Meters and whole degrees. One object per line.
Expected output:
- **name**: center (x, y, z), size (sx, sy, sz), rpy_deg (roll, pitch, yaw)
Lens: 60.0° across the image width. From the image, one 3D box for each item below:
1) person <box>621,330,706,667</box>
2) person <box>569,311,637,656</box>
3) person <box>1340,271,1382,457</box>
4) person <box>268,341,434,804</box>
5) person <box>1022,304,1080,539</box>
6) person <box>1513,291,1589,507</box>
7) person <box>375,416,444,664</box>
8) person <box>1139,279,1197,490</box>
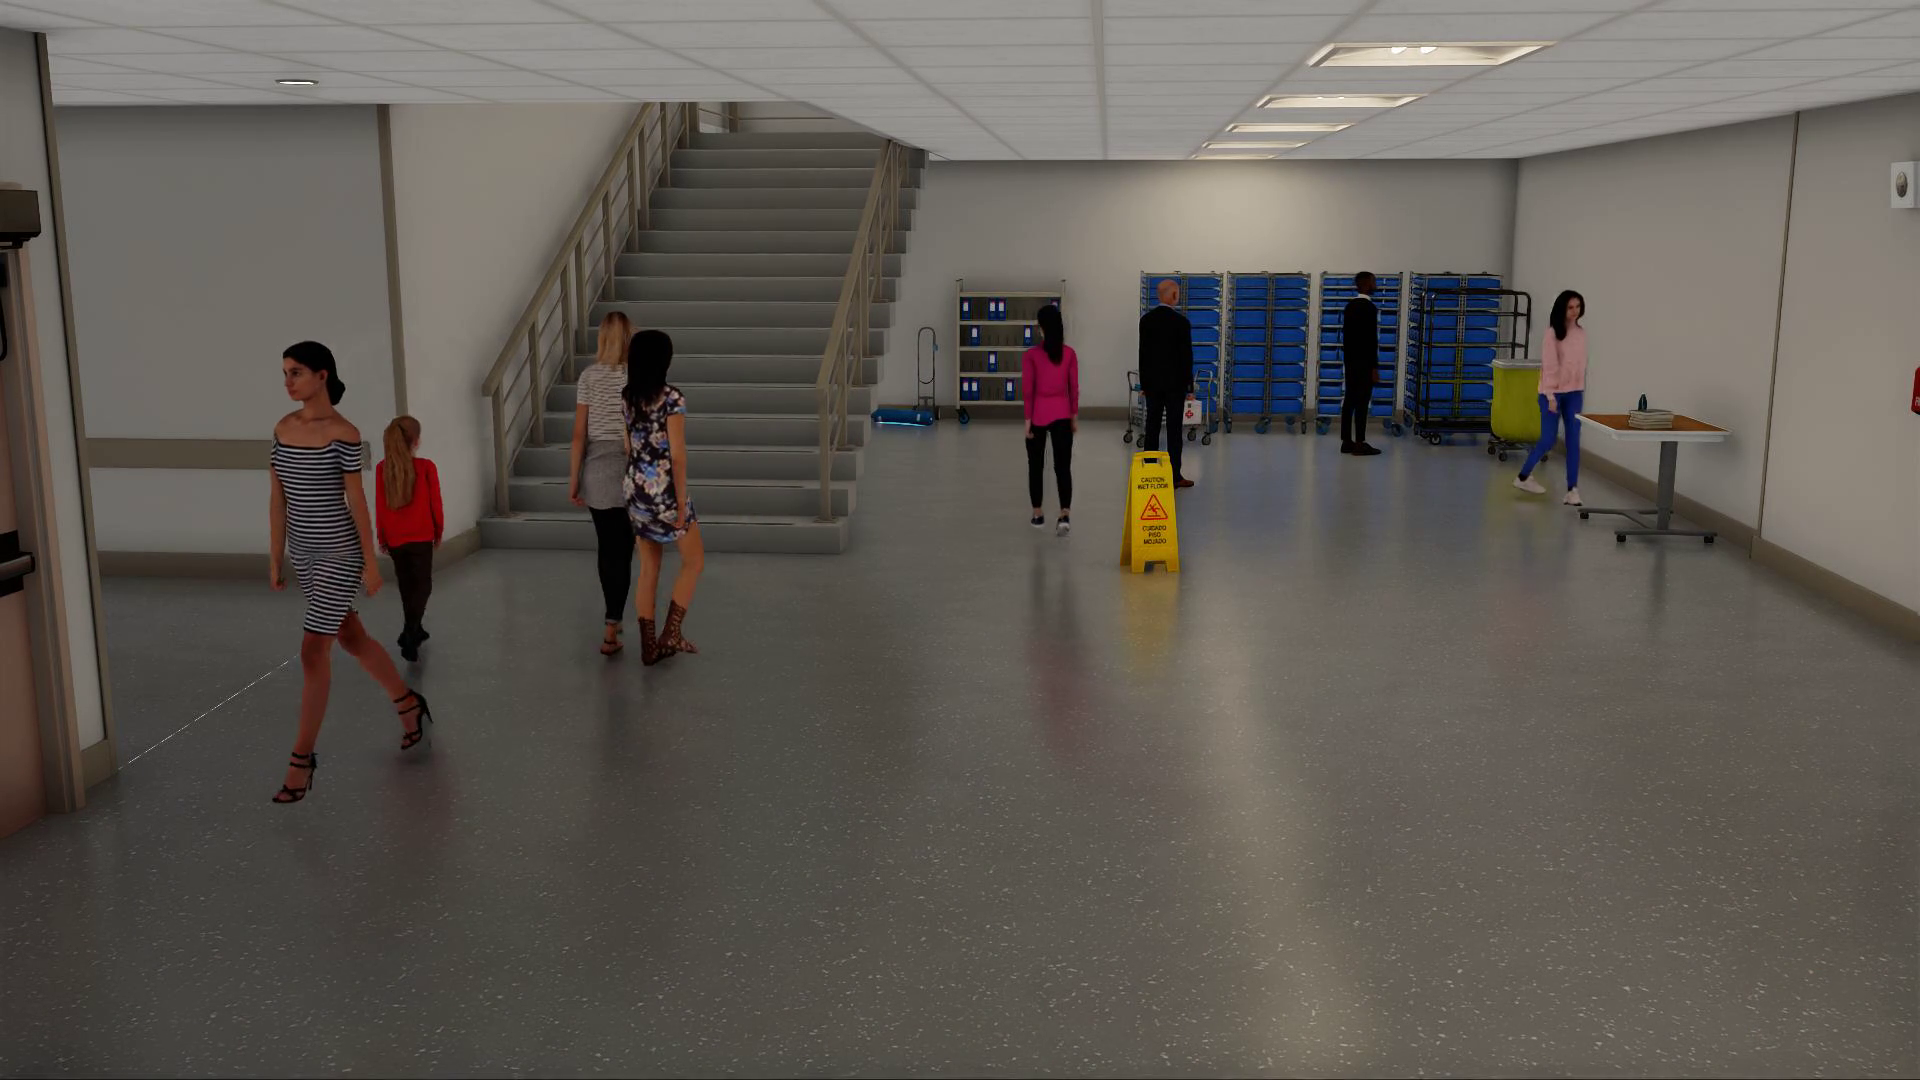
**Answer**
- **person**: center (-1.606, -0.196, 8.517), size (0.685, 1.725, 0.696), rpy_deg (5, 12, 26)
- **person**: center (-1.806, -0.272, 8.744), size (0.734, 1.790, 0.970), rpy_deg (-2, 11, -8)
- **person**: center (3.964, -1.762, 16.546), size (0.780, 1.808, 0.646), rpy_deg (-4, 11, -20)
- **person**: center (-2.478, 0.116, 6.741), size (0.908, 1.774, 1.172), rpy_deg (6, 12, 28)
- **person**: center (0.675, -0.812, 11.934), size (0.751, 1.661, 1.188), rpy_deg (-1, 11, -7)
- **person**: center (4.825, -1.140, 13.510), size (0.860, 1.718, 1.112), rpy_deg (-4, 12, -21)
- **person**: center (-2.884, 0.009, 8.684), size (0.553, 1.259, 0.918), rpy_deg (0, 11, 0)
- **person**: center (1.783, -1.356, 14.428), size (0.769, 1.800, 0.775), rpy_deg (8, 13, 36)
